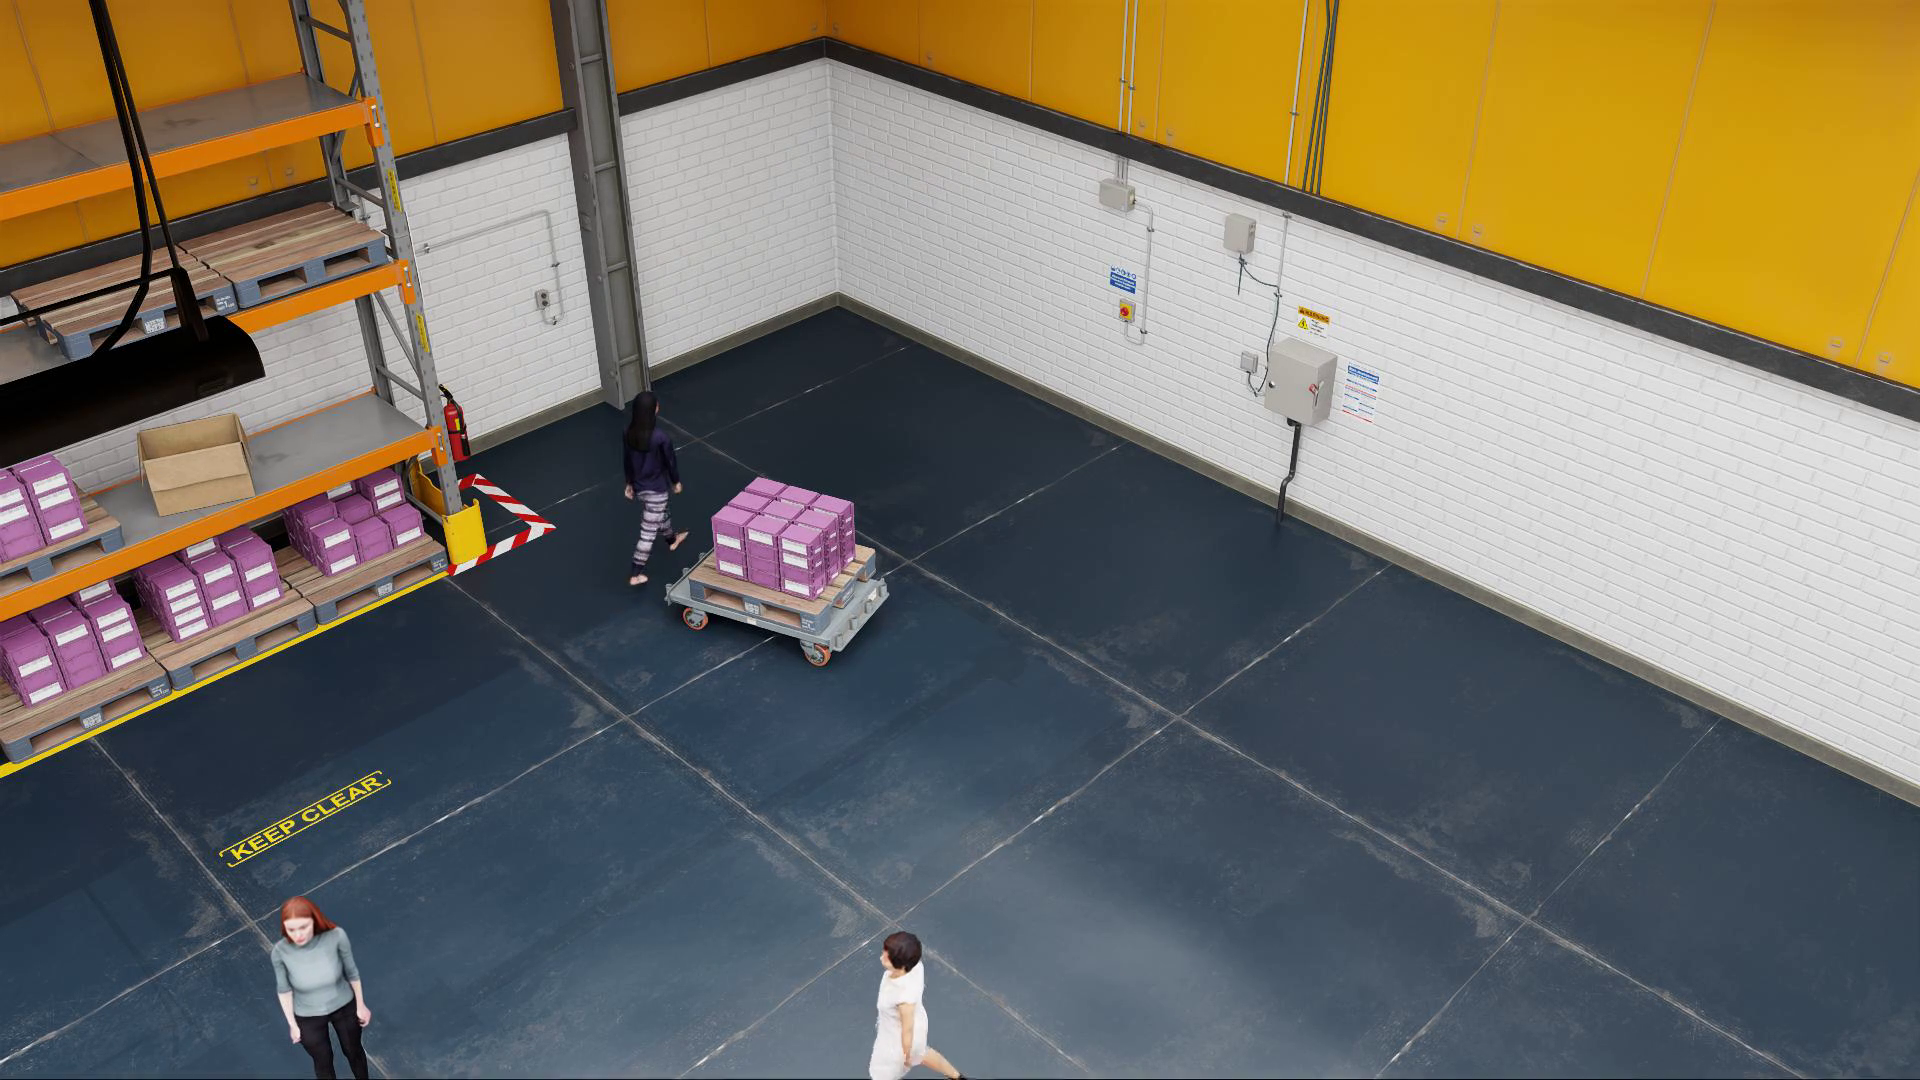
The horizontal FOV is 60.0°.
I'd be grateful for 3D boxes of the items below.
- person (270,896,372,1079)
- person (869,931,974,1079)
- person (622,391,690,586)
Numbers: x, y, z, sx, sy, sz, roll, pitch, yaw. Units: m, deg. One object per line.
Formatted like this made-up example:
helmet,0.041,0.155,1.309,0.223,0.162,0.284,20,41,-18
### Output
person,-3.532,2.638,9.281,0.600,1.742,0.717,-13,36,-18
person,-0.249,2.743,9.312,0.963,1.534,0.937,2,34,3
person,-2.622,-0.391,13.889,0.815,1.686,1.185,15,37,22
